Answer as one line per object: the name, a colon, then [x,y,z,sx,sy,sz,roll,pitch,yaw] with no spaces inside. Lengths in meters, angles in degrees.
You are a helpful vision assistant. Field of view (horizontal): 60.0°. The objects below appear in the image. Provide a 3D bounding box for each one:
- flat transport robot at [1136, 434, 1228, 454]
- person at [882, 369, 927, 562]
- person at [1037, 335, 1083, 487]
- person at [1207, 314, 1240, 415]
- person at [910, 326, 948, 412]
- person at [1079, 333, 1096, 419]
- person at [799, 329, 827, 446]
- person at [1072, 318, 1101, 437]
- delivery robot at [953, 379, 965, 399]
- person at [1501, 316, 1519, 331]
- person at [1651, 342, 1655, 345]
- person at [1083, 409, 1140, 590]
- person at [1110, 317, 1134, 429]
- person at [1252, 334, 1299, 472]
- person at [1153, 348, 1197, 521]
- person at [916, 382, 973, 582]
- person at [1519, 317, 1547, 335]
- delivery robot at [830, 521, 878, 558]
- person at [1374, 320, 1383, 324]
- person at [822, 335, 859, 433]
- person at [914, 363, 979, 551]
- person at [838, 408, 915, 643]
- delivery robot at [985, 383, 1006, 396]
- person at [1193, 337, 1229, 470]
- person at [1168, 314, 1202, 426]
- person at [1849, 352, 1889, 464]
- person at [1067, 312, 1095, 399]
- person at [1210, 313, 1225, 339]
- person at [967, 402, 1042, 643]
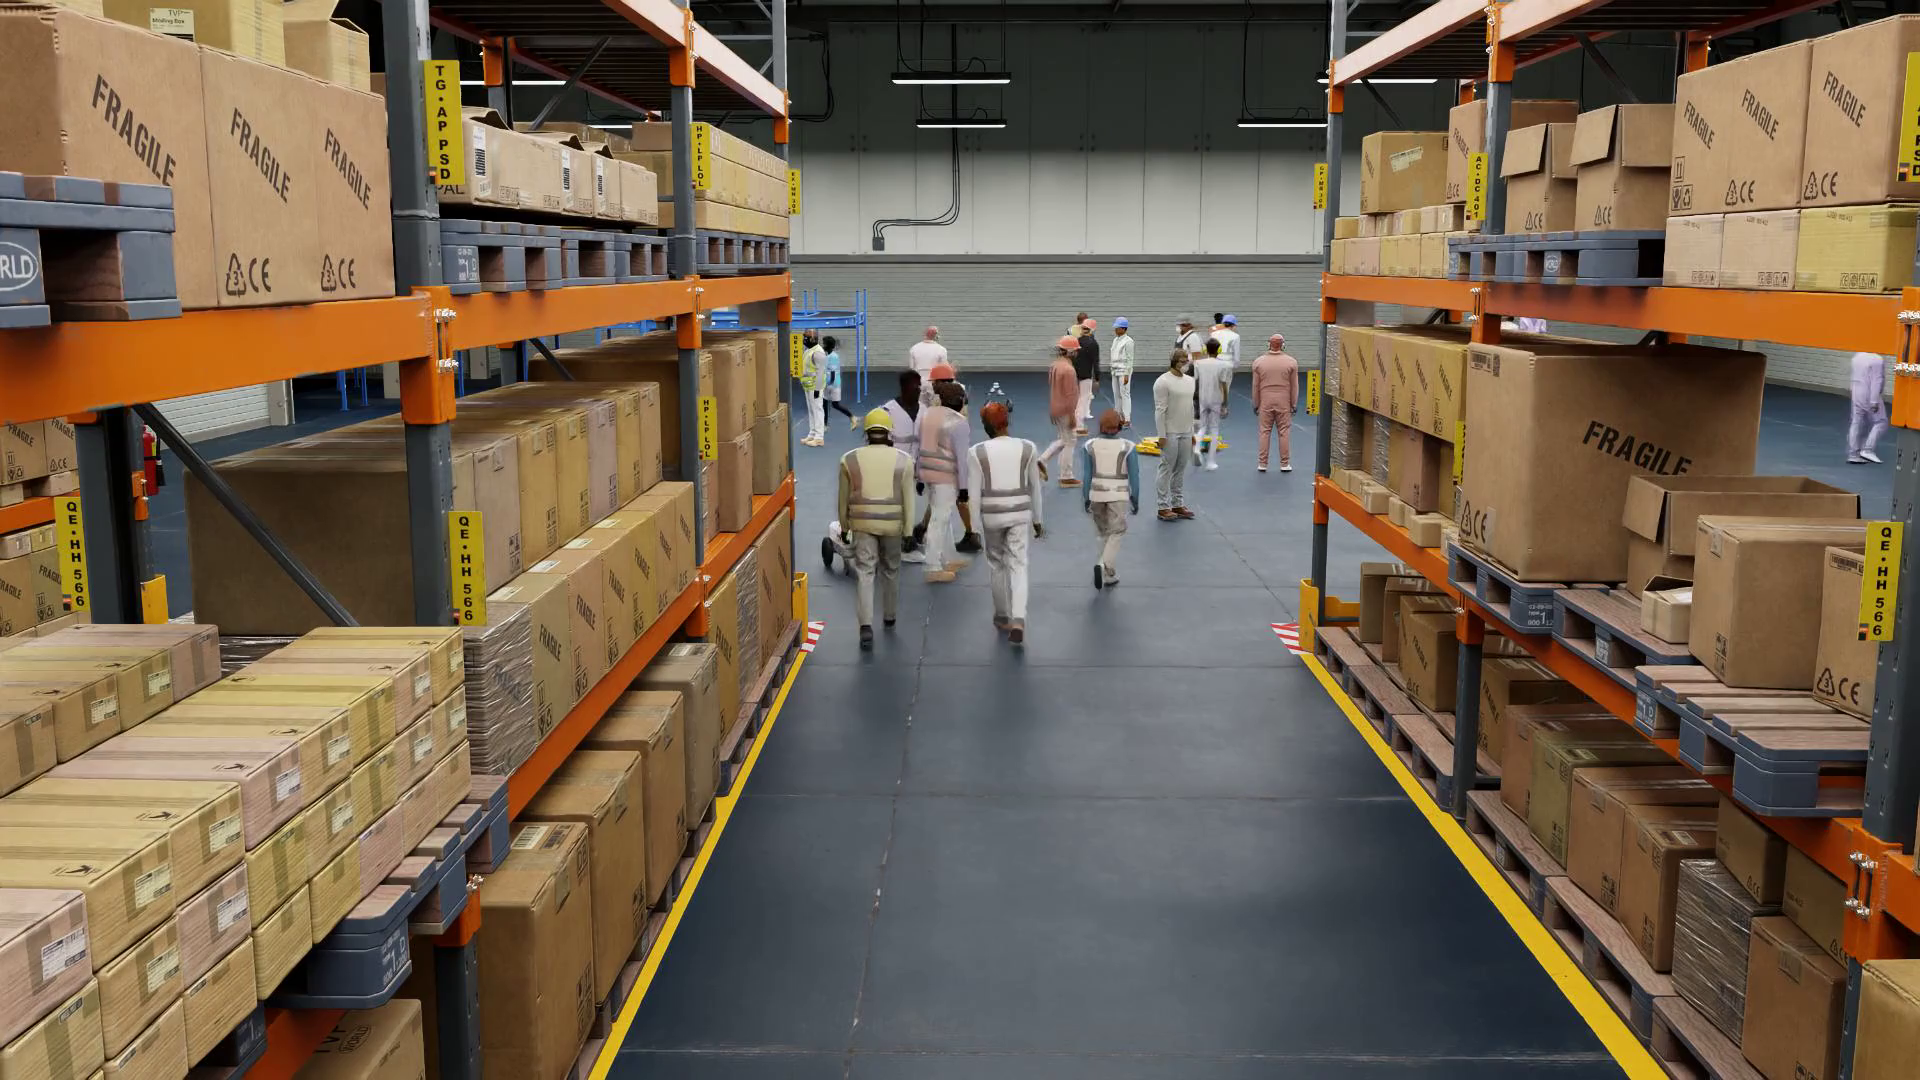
flat transport robot: [3.408,-1.497,25.732,1.431,0.197,0.652,-7,12,-35]
person: [-0.627,-0.759,16.427,0.903,1.880,0.596,8,12,38]
person: [1.305,-1.663,21.519,0.573,1.979,0.614,-3,10,-15]
person: [5.007,-3.326,31.634,0.648,1.918,0.570,6,11,34]
person: [-0.468,-2.499,26.773,0.666,1.886,0.423,5,11,25]
person: [2.317,-3.096,31.157,0.518,1.621,0.436,-4,10,-21]
person: [-2.345,-2.427,26.478,0.430,1.845,0.624,-3,10,-19]
person: [2.095,-2.725,27.899,0.508,1.964,0.658,-8,13,-41]
delivery robot: [-0.157,-3.119,34.319,0.477,0.478,0.707,-3,10,-19]
person: [12.107,-4.201,36.871,0.560,1.921,0.549,-7,12,-35]
person: [8.797,-1.544,21.009,0.900,1.905,0.649,-9,13,-43]
person: [1.317,-0.355,14.766,0.516,1.612,0.708,5,10,25]
person: [2.826,-2.932,29.178,0.380,1.951,0.605,-4,10,-25]
person: [4.384,-1.901,23.134,0.642,1.909,0.410,2,10,14]
person: [2.454,-1.206,18.877,0.632,1.940,0.372,-9,13,-43]
person: [-0.077,-0.544,15.359,0.754,1.805,0.649,-7,12,-36]
person: [13.436,-4.588,38.963,0.613,1.999,1.003,1,10,6]
delivery robot: [-1.013,-0.031,15.820,0.477,0.478,0.707,-3,10,-16]
person: [9.342,-4.096,37.084,0.563,1.622,0.484,-3,10,-19]
person: [-2.122,-2.650,28.318,0.719,1.670,0.537,-4,10,-22]
person: [-0.216,-0.846,16.876,0.963,1.883,0.550,3,10,18]
person: [-0.641,-0.118,12.824,0.590,1.796,0.885,-1,10,-4]
delivery robot: [0.710,-2.956,32.563,0.335,0.223,0.698,-2,10,-14]
person: [3.489,-1.901,23.292,0.531,1.855,0.477,5,11,28]
person: [3.926,-3.030,29.619,1.018,2.000,0.693,-1,10,-8]
person: [13.148,-2.034,23.968,0.540,1.887,0.679,0,9,-1]
person: [2.604,-3.924,35.443,0.621,1.845,0.429,5,11,28]
person: [6.221,-4.603,39.957,0.530,1.692,0.322,-3,10,-18]
person: [0.356,-0.150,12.858,0.608,1.842,0.970,-1,10,-7]
